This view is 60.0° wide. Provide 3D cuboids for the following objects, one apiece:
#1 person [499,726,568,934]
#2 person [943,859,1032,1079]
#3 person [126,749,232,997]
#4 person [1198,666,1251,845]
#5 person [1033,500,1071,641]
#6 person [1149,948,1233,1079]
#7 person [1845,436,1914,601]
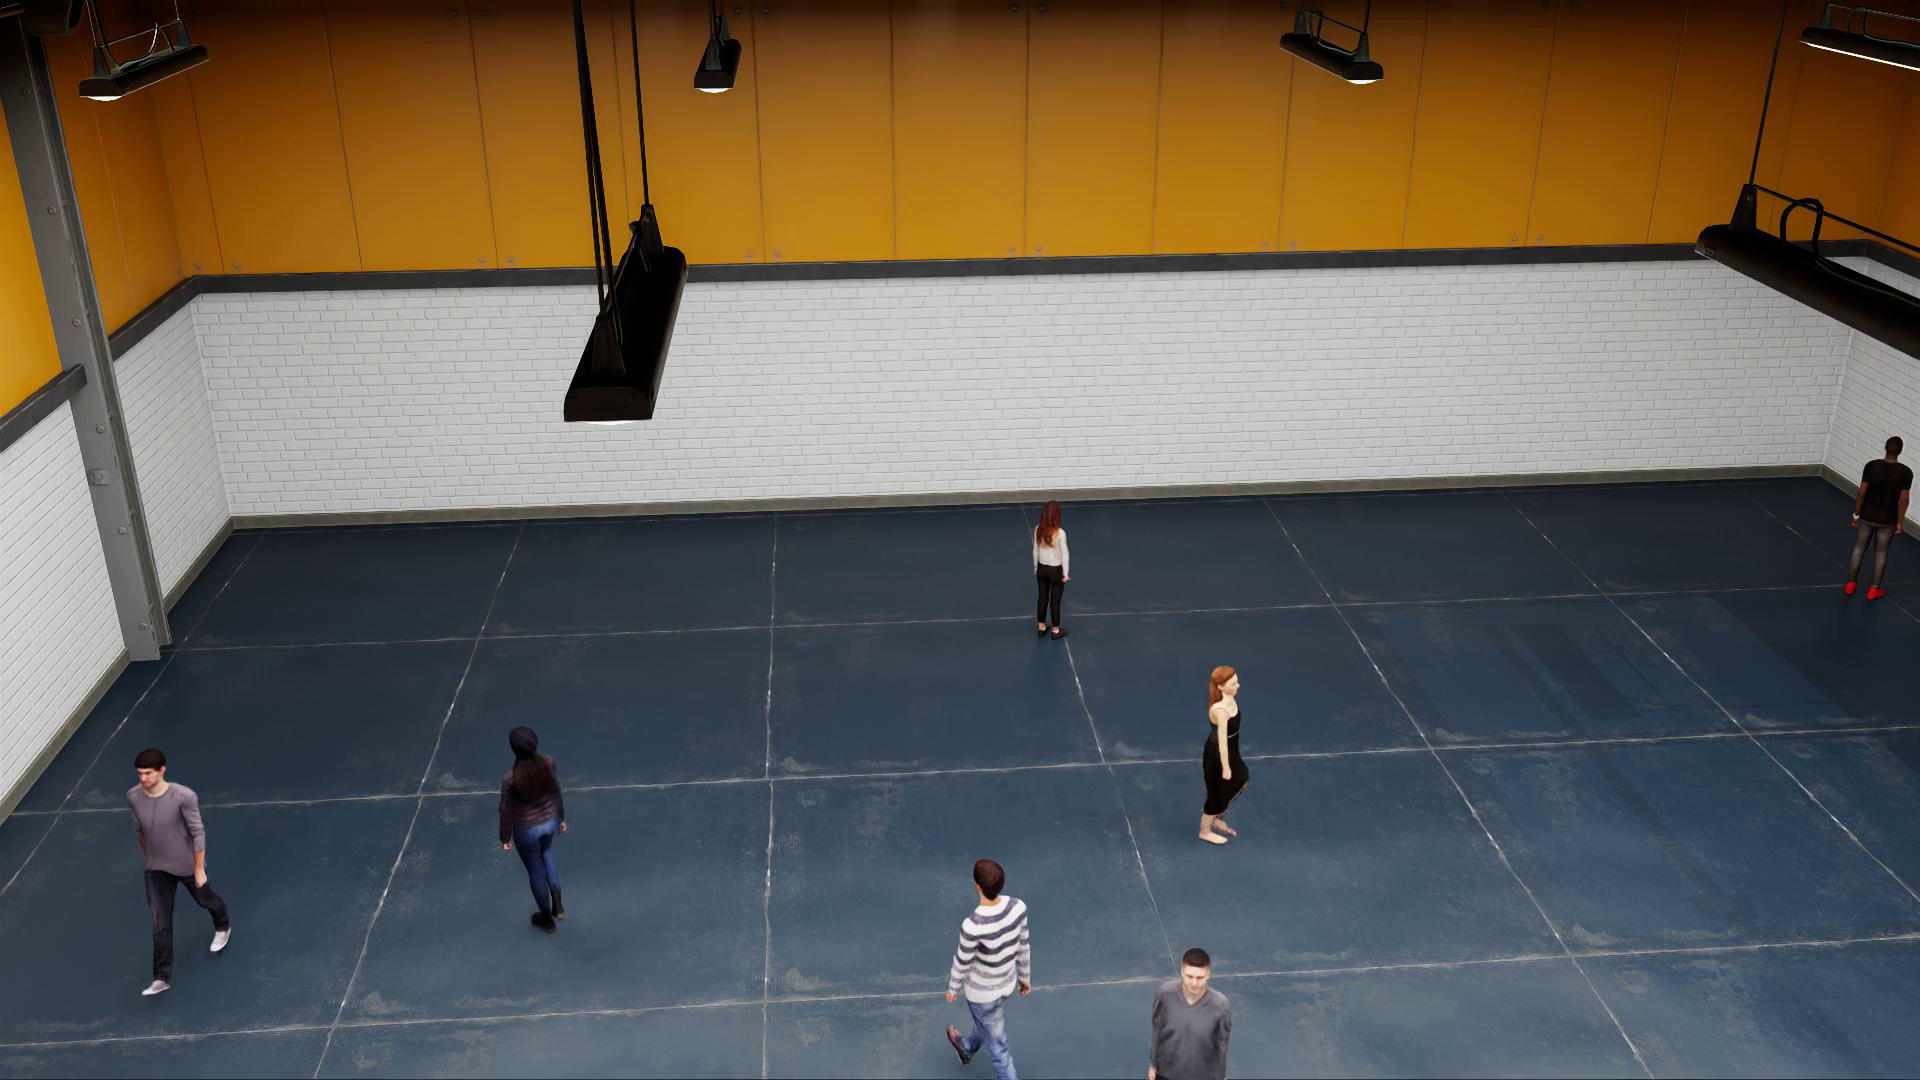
[{"bbox_3d":[-3.082,2.172,12.272,0.788,1.739,0.840,-22,32,-40],"label":"person"},{"bbox_3d":[0.263,2.891,10.536,1.072,1.811,1.240,-18,29,-35],"label":"person"},{"bbox_3d":[-5.586,2.273,11.961,0.783,1.803,1.193,1,24,2],"label":"person"},{"bbox_3d":[2.032,1.729,13.447,0.748,1.609,0.657,9,25,19],"label":"person"},{"bbox_3d":[0.916,0.303,16.866,0.619,1.484,0.655,14,27,30],"label":"person"},{"bbox_3d":[1.371,3.154,10.013,0.712,1.749,0.713,6,24,14],"label":"person"},{"bbox_3d":[9.785,-0.247,17.725,0.706,1.805,0.769,19,30,37],"label":"person"}]
